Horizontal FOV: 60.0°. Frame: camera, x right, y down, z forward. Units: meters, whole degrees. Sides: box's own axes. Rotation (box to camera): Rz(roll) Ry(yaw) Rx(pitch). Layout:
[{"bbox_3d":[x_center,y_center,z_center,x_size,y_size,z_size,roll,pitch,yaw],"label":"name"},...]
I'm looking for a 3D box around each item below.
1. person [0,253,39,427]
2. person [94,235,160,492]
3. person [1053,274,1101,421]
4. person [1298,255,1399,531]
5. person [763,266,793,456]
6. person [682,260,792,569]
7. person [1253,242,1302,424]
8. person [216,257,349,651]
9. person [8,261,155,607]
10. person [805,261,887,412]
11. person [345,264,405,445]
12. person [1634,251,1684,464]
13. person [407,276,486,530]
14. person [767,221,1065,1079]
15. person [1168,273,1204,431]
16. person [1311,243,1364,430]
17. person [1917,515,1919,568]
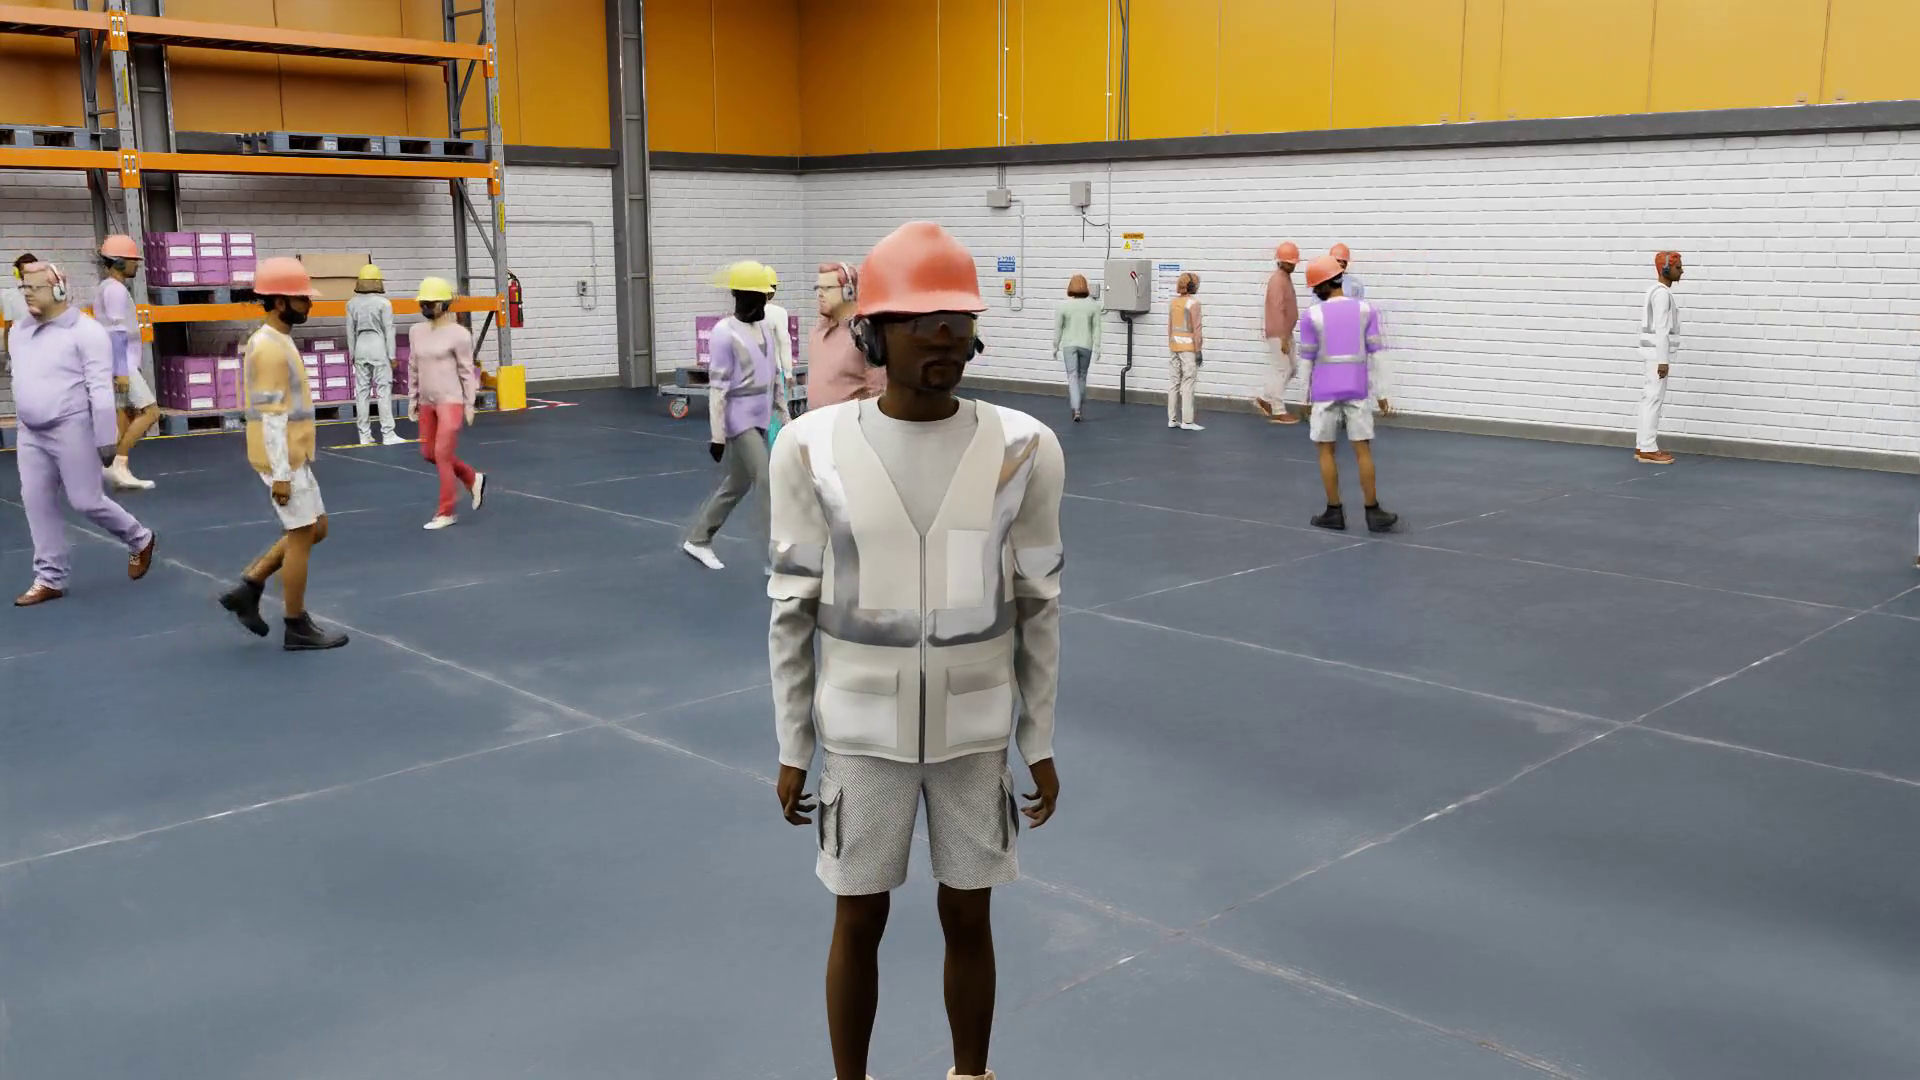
[{"bbox_3d":[-8.442,-1.679,15.205,0.516,1.861,0.321,-9,13,-39],"label":"person"},{"bbox_3d":[-6.557,-1.372,13.072,0.444,2.022,0.636,-6,12,-30],"label":"person"},{"bbox_3d":[1.288,-2.110,18.252,0.510,1.599,0.816,-1,10,-5],"label":"person"},{"bbox_3d":[2.677,-1.005,11.454,0.721,1.885,0.478,0,10,-1],"label":"person"},{"bbox_3d":[-1.632,-1.411,13.990,0.524,1.769,0.308,5,12,26],"label":"person"},{"bbox_3d":[-1.294,-0.716,9.887,0.946,1.886,0.585,3,11,17],"label":"person"},{"bbox_3d":[3.432,-2.200,17.777,0.449,1.950,0.640,4,11,22],"label":"person"},{"bbox_3d":[-3.306,-0.400,8.055,0.518,1.920,0.567,-3,11,-18],"label":"person"},{"bbox_3d":[-4.979,-0.611,9.315,0.650,1.884,0.787,3,11,17],"label":"person"},{"bbox_3d":[-0.546,-0.552,8.975,0.588,1.893,0.653,-8,13,-37],"label":"person"},{"bbox_3d":[-5.689,-1.793,16.138,0.488,1.741,0.316,2,11,11],"label":"person"},{"bbox_3d":[6.250,-1.630,14.857,0.343,1.882,0.585,3,11,16],"label":"person"},{"bbox_3d":[-3.580,-0.971,11.643,0.532,1.746,0.645,5,12,27],"label":"person"},{"bbox_3d":[-0.085,0.386,3.419,0.608,2.048,0.366,-1,10,-6],"label":"person"},{"bbox_3d":[2.348,-1.954,17.325,0.313,1.634,0.529,-6,12,-28],"label":"person"},{"bbox_3d":[3.925,-2.116,17.360,0.543,1.939,0.360,2,11,8],"label":"person"},{"bbox_3d":[6.074,-0.615,10.016,0.545,1.614,0.513,-1,10,-8],"label":"person"}]
